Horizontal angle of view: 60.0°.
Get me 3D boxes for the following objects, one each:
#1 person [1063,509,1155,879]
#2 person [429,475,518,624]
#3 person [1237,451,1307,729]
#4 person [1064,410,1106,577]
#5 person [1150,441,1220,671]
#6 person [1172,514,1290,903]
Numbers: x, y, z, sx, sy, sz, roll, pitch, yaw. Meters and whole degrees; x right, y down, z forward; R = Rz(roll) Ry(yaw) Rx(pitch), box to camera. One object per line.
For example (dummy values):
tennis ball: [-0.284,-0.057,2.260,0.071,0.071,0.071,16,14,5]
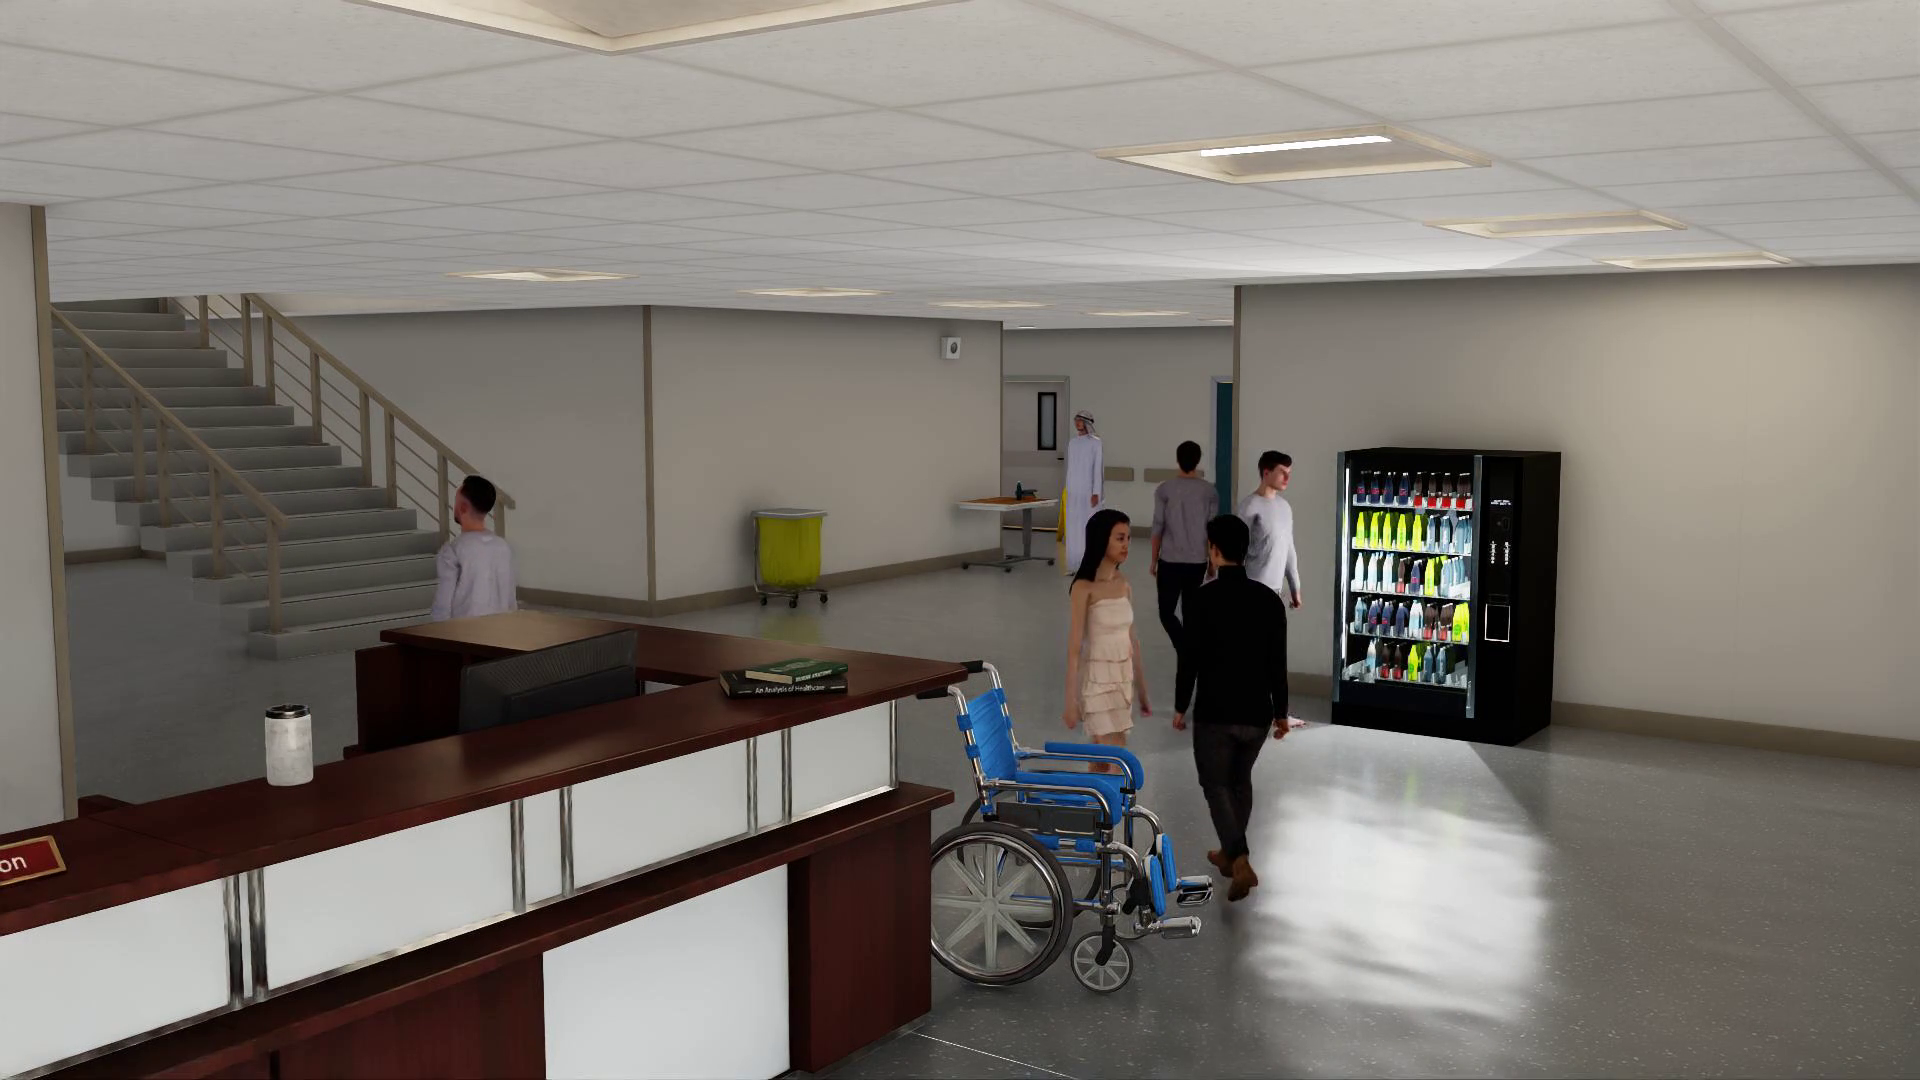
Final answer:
person: [0.589,0.719,7.672,0.565,1.728,0.580,4,7,37]
person: [-2.388,0.604,8.397,1.208,1.811,0.862,2,6,21]
person: [1.932,0.330,11.086,0.797,1.819,1.050,-5,8,-41]
person: [1.434,-0.532,19.147,0.803,1.921,0.643,-5,8,-42]
person: [1.701,0.179,12.570,1.065,1.821,1.113,-1,6,-7]
person: [1.220,0.756,7.414,1.030,1.706,1.140,-1,6,-13]
